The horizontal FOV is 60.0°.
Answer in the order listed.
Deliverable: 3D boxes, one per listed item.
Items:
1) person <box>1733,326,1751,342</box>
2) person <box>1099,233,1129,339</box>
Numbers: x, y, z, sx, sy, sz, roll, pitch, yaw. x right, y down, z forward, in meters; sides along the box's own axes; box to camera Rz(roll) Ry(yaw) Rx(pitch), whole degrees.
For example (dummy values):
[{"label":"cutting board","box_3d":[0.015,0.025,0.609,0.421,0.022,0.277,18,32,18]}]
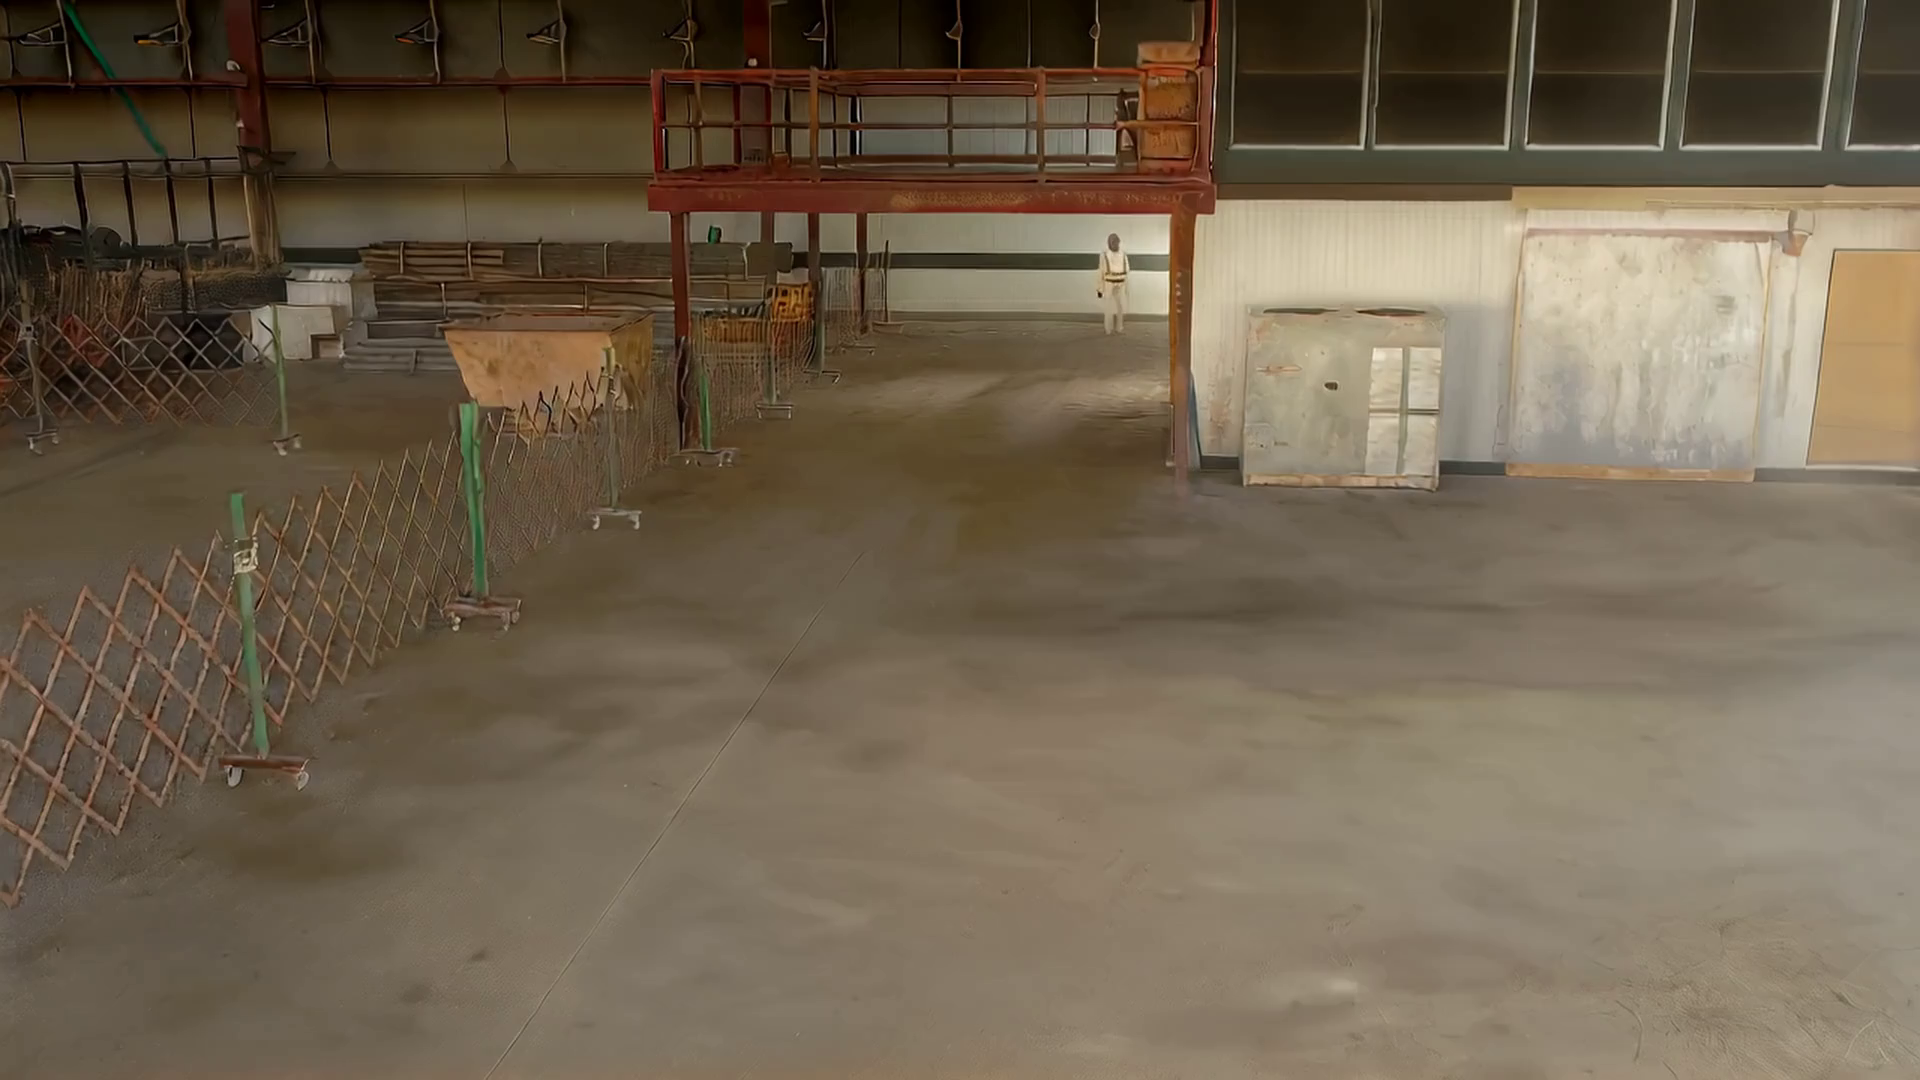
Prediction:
[{"label":"person","box_3d":[12.795,-3.972,27.119,0.513,1.872,0.328,6,15,24]},{"label":"person","box_3d":[2.657,-4.413,28.956,0.596,1.854,0.517,-4,14,-18]}]
